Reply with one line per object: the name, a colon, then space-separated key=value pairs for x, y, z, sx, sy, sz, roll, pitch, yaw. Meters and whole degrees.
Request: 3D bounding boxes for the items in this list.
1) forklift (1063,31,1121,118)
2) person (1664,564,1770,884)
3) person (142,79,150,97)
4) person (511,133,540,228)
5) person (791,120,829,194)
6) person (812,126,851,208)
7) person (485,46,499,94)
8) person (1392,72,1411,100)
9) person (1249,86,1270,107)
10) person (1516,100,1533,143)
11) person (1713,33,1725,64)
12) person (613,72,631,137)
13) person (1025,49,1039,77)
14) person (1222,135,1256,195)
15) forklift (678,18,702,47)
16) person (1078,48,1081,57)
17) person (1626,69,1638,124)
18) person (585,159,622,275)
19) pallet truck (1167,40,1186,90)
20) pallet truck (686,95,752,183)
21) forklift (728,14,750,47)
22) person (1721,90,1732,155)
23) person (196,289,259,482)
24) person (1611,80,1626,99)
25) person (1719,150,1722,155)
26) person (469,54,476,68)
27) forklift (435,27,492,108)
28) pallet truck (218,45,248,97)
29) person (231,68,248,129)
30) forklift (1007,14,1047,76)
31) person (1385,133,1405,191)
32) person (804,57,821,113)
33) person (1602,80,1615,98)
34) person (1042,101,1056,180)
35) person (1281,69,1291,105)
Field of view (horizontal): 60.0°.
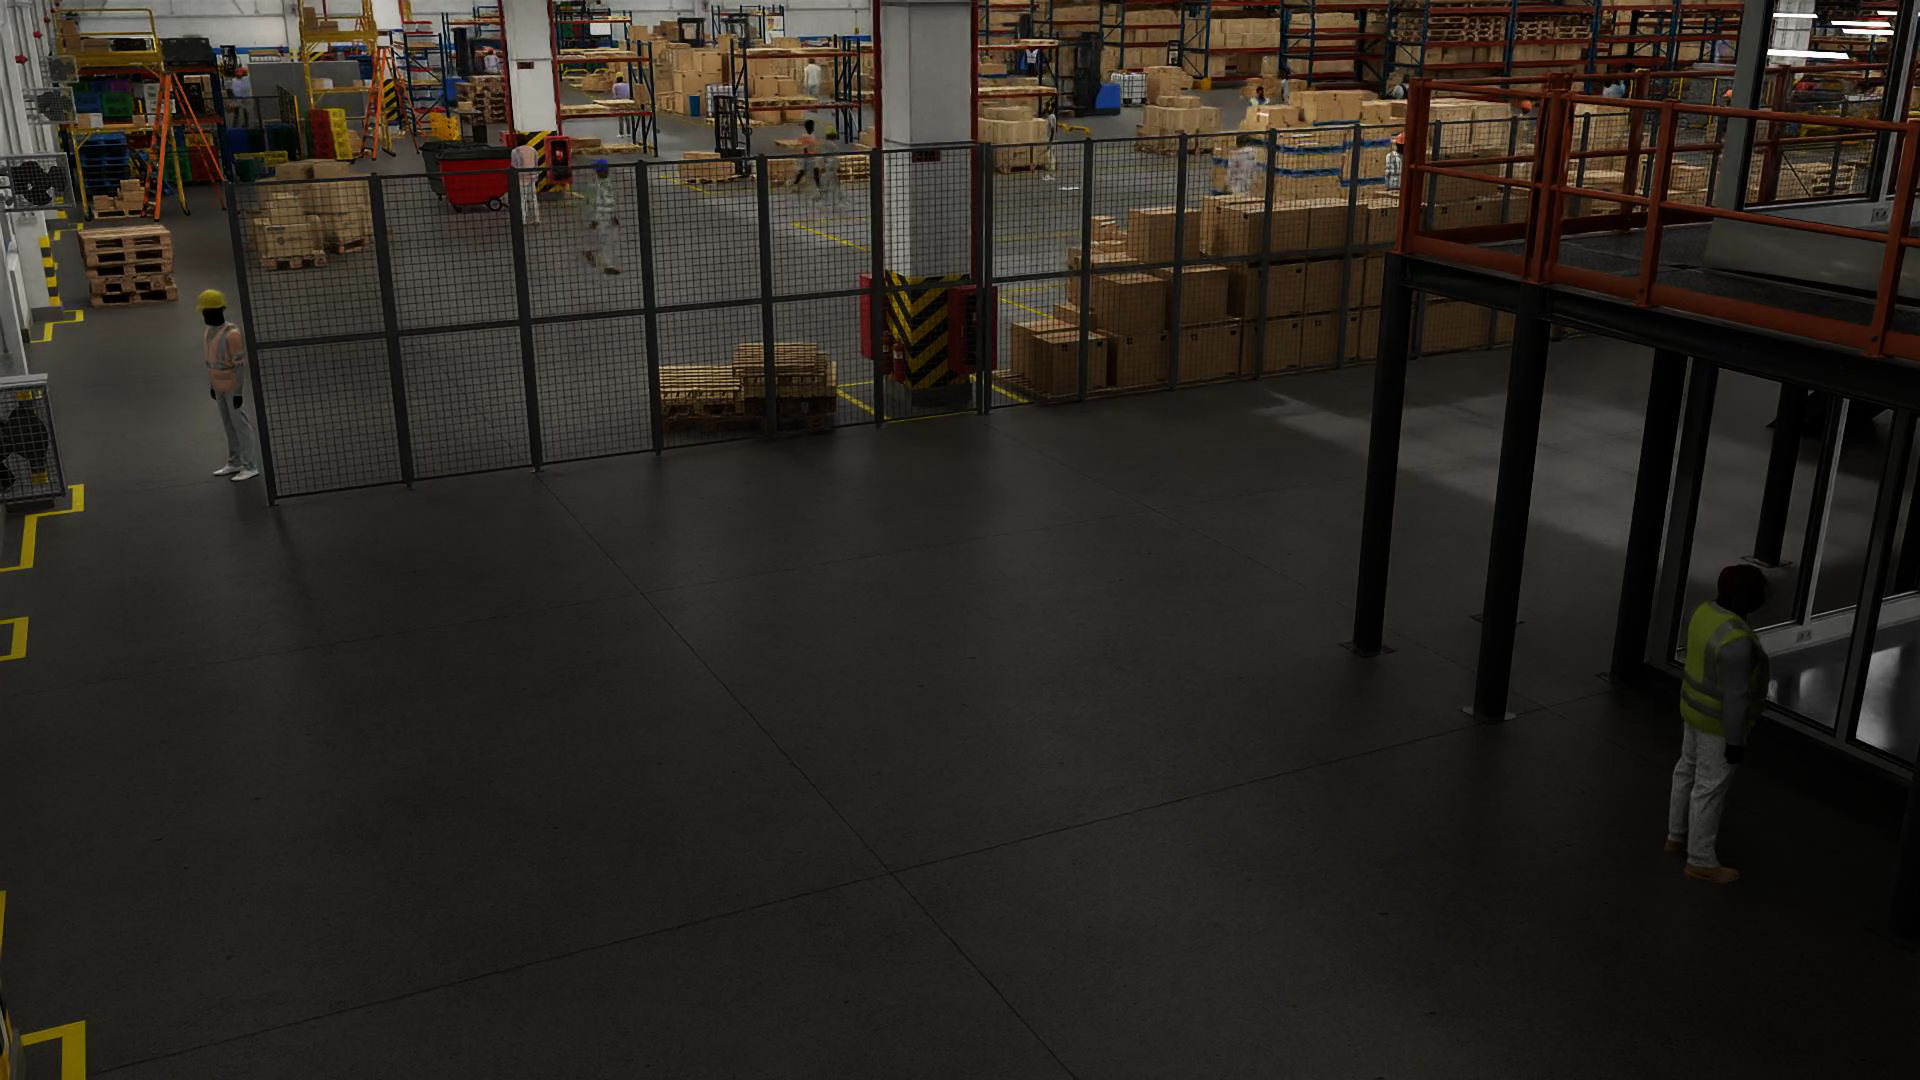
forklift: x=4.496 y=-15.927 z=56.838 sx=1.873 sy=2.768 sz=1.129 roll=-9 pitch=21 yaw=-25
person: x=4.254 y=1.008 z=9.316 sx=0.429 sy=1.844 sz=0.622 roll=1 pitch=19 yaw=3
person: x=-25.070 y=-13.434 z=51.502 sx=0.517 sy=1.634 sz=0.313 roll=9 pitch=21 yaw=25
person: x=-8.595 y=-7.098 z=32.836 sx=0.430 sy=1.836 sz=0.631 roll=13 pitch=23 yaw=33
person: x=-3.440 y=-8.665 z=37.627 sx=0.875 sy=1.657 sz=0.536 roll=7 pitch=20 yaw=20
person: x=-2.790 y=-7.968 z=35.551 sx=0.895 sy=1.702 sz=0.485 roll=-7 pitch=20 yaw=-19
person: x=-18.465 y=-18.474 z=65.647 sx=0.552 sy=1.936 sz=0.360 roll=-12 pitch=22 yaw=-31
person: x=12.993 y=-12.680 z=48.696 sx=0.673 sy=2.000 sz=0.884 roll=0 pitch=19 yaw=1
person: x=8.045 y=-11.287 z=44.868 sx=0.593 sy=1.900 sz=0.739 roll=-5 pitch=20 yaw=-14
person: x=13.523 y=-9.647 z=40.153 sx=0.549 sy=1.891 sz=1.010 roll=-9 pitch=21 yaw=-24
person: x=35.862 y=-23.063 z=78.999 sx=0.920 sy=1.900 sz=0.652 roll=-4 pitch=19 yaw=-10
person: x=-10.200 y=-13.145 z=50.209 sx=0.588 sy=1.930 sz=0.359 roll=-15 pitch=24 yaw=-37
person: x=3.063 y=-20.403 z=71.268 sx=0.591 sy=1.917 sz=0.379 roll=1 pitch=19 yaw=2
person: x=5.359 y=-6.912 z=32.215 sx=0.644 sy=1.876 sz=1.032 roll=-14 pitch=23 yaw=-34
forklift: x=-11.690 y=-21.268 z=72.321 sx=1.129 sy=2.768 sz=1.873 roll=1 pitch=19 yaw=3
person: x=5.947 y=-23.341 z=80.206 sx=0.523 sy=1.639 sz=0.309 roll=9 pitch=21 yaw=26
person: x=22.146 y=-14.568 z=54.600 sx=0.356 sy=1.758 sz=0.524 roll=6 pitch=20 yaw=17
person: x=-6.021 y=-5.405 z=27.778 sx=0.665 sy=1.925 sz=0.615 roll=7 pitch=20 yaw=19
pallet truck: x=9.045 y=-19.971 z=69.895 sx=0.823 sy=1.965 sz=1.885 roll=-3 pitch=19 yaw=-8
pallet truck: x=-5.836 y=-9.608 z=39.856 sx=0.823 sy=1.965 sz=1.885 roll=10 pitch=22 yaw=27
forklift: x=-10.385 y=-23.401 z=78.505 sx=1.129 sy=2.768 sz=1.873 roll=5 pitch=20 yaw=15
person: x=19.358 y=-10.348 z=42.004 sx=0.378 sy=1.995 sz=0.611 roll=11 pitch=22 yaw=30
person: x=-7.322 y=-1.550 z=16.598 sx=0.588 sy=1.930 sz=0.359 roll=15 pitch=24 yaw=37
person: x=20.921 y=-13.990 z=53.084 sx=0.544 sy=1.649 sz=0.905 roll=6 pitch=20 yaw=16
person: x=20.885 y=-11.167 z=44.814 sx=0.567 sy=1.712 sz=0.927 roll=-15 pitch=24 yaw=-38
person: x=-18.173 y=-17.114 z=61.870 sx=1.006 sy=1.828 sz=0.595 roll=12 pitch=23 yaw=32
forklift: x=-18.152 y=-17.225 z=60.601 sx=1.873 sy=2.768 sz=1.129 roll=-9 pitch=21 yaw=-25
pallet truck: x=-28.879 y=-18.665 z=66.111 sx=0.823 sy=1.965 sz=1.885 roll=-3 pitch=19 yaw=-9
person: x=-22.929 y=-14.049 z=52.933 sx=0.577 sy=1.860 sz=0.940 roll=0 pitch=19 yaw=-1
forklift: x=3.096 y=-23.315 z=78.257 sx=1.873 sy=2.768 sz=1.129 roll=6 pitch=20 yaw=17
person: x=8.325 y=-6.745 z=31.645 sx=0.544 sy=1.939 sz=0.354 roll=-9 pitch=21 yaw=-25
person: x=-5.205 y=-16.064 z=58.693 sx=0.630 sy=1.915 sz=0.620 roll=-6 pitch=20 yaw=-17
person: x=18.839 y=-12.560 z=48.489 sx=0.376 sy=1.955 sz=0.621 roll=1 pitch=19 yaw=4
person: x=2.159 y=-9.621 z=40.085 sx=0.329 sy=1.873 sz=0.512 roll=0 pitch=19 yaw=0
person: x=10.332 y=-13.974 z=52.722 sx=0.420 sy=1.856 sz=0.564 roll=16 pitch=25 yaw=39
